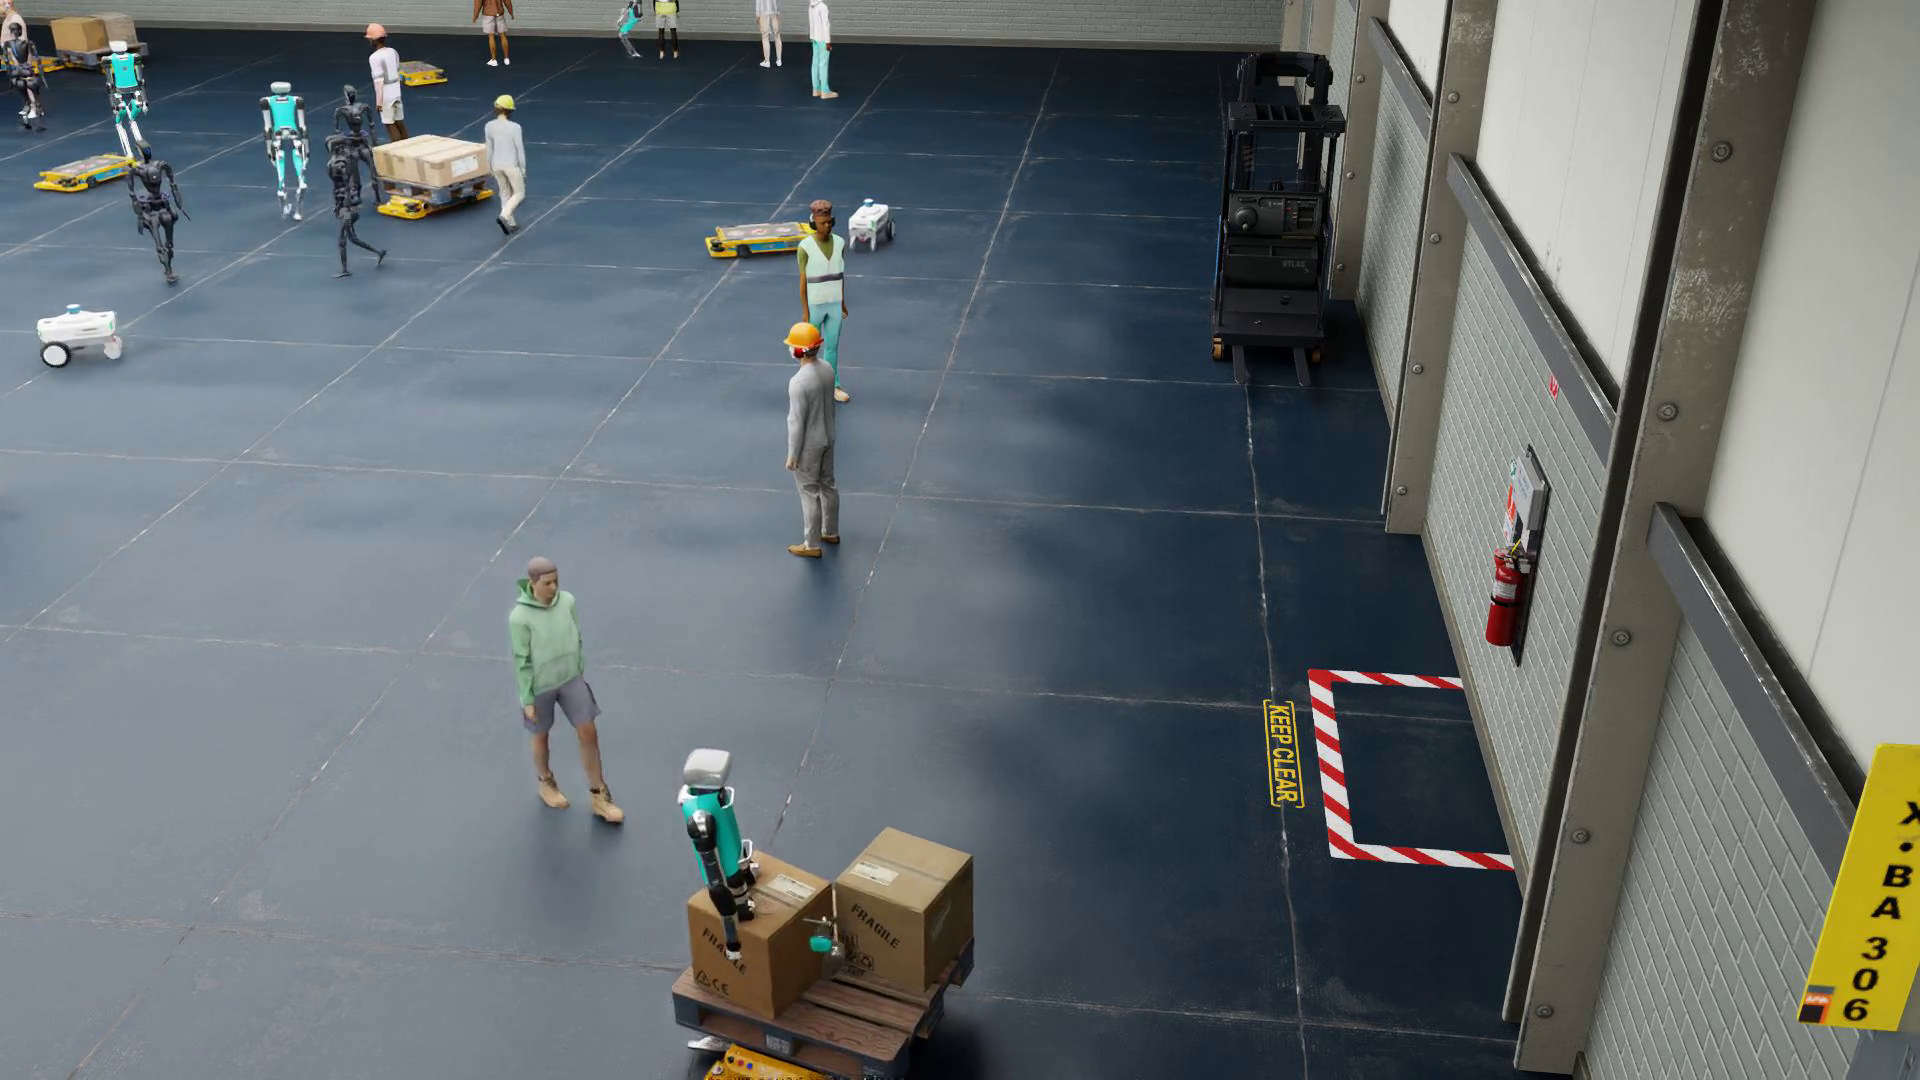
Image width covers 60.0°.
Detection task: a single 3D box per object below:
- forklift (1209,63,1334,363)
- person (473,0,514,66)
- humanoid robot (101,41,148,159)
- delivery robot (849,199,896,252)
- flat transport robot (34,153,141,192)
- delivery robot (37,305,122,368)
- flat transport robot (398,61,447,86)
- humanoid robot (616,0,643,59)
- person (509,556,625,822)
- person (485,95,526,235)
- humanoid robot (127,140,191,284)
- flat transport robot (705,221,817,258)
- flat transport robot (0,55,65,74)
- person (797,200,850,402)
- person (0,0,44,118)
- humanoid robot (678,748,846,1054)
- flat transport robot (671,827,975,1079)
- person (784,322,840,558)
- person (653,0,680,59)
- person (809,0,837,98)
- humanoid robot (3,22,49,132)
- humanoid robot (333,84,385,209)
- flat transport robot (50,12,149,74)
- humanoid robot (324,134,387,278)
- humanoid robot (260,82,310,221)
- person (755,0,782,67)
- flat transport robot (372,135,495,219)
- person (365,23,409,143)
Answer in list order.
[{"bbox_3d":[3.241,-3.477,17.183,1.129,2.768,1.873,3,27,6],"label":"forklift"},{"bbox_3d":[-8.642,-9.757,30.845,0.778,1.855,0.396,-17,31,-30],"label":"person"},{"bbox_3d":[-12.127,-6.409,24.149,0.533,1.672,0.735,-21,33,-36],"label":"humanoid robot"},{"bbox_3d":[-1.126,-3.930,20.651,0.499,0.583,0.767,6,27,12],"label":"delivery robot"},{"bbox_3d":[-12.280,-5.195,23.510,0.659,0.231,1.431,9,28,17],"label":"flat transport robot"},{"bbox_3d":[-9.023,-2.111,17.026,0.785,0.587,0.499,-10,28,-20],"label":"delivery robot"},{"bbox_3d":[-9.807,-8.383,29.873,0.659,0.231,1.431,-19,32,-33],"label":"flat transport robot"},{"bbox_3d":[-6.257,-9.864,31.295,0.725,1.878,0.554,-15,30,-27],"label":"humanoid robot"},{"bbox_3d":[-2.327,0.911,9.713,0.476,1.715,0.779,-20,33,-35],"label":"person"},{"bbox_3d":[-5.698,-4.664,20.802,0.550,1.739,0.604,8,28,15],"label":"person"},{"bbox_3d":[-9.176,-3.780,19.139,0.695,1.635,0.593,20,33,35],"label":"humanoid robot"},{"bbox_3d":[-2.398,-3.710,20.545,1.431,0.231,0.659,-6,27,-13],"label":"flat transport robot"},{"bbox_3d":[-17.294,-8.745,30.597,1.431,0.231,0.659,9,28,18],"label":"flat transport robot"},{"bbox_3d":[-1.291,-2.242,15.710,0.485,1.978,0.410,-17,31,-30],"label":"person"},{"bbox_3d":[-15.241,-7.817,26.917,0.413,1.908,0.641,-17,31,-30],"label":"person"},{"bbox_3d":[-0.866,1.771,8.015,0.978,1.754,0.543,-2,27,-4],"label":"humanoid robot"},{"bbox_3d":[-0.683,2.381,8.385,0.659,0.231,1.431,11,29,21],"label":"flat transport robot"},{"bbox_3d":[-1.154,-0.776,12.888,0.380,1.890,0.562,14,30,25],"label":"person"},{"bbox_3d":[-5.554,-9.986,31.483,0.529,1.692,0.320,0,27,0],"label":"person"},{"bbox_3d":[-2.367,-8.502,28.277,0.355,1.913,0.497,-18,32,-31],"label":"person"},{"bbox_3d":[-14.613,-7.237,26.009,0.611,1.644,0.359,0,27,0],"label":"humanoid robot"},{"bbox_3d":[-7.938,-5.182,21.918,0.611,1.645,0.399,-24,35,-39],"label":"humanoid robot"},{"bbox_3d":[-15.832,-8.820,30.746,1.431,0.231,0.659,16,31,28],"label":"flat transport robot"},{"bbox_3d":[-7.125,-3.916,19.423,0.722,1.634,0.614,-16,31,-28],"label":"humanoid robot"},{"bbox_3d":[-8.600,-4.933,21.336,0.554,1.733,0.876,-9,28,-18],"label":"humanoid robot"},{"bbox_3d":[-3.534,-9.708,30.728,0.499,1.876,0.407,-12,29,-23],"label":"person"},{"bbox_3d":[-7.030,-4.592,22.305,0.659,0.231,1.431,15,30,28],"label":"flat transport robot"},{"bbox_3d":[-8.216,-6.347,23.832,0.395,2.043,0.607,6,27,12],"label":"person"}]
